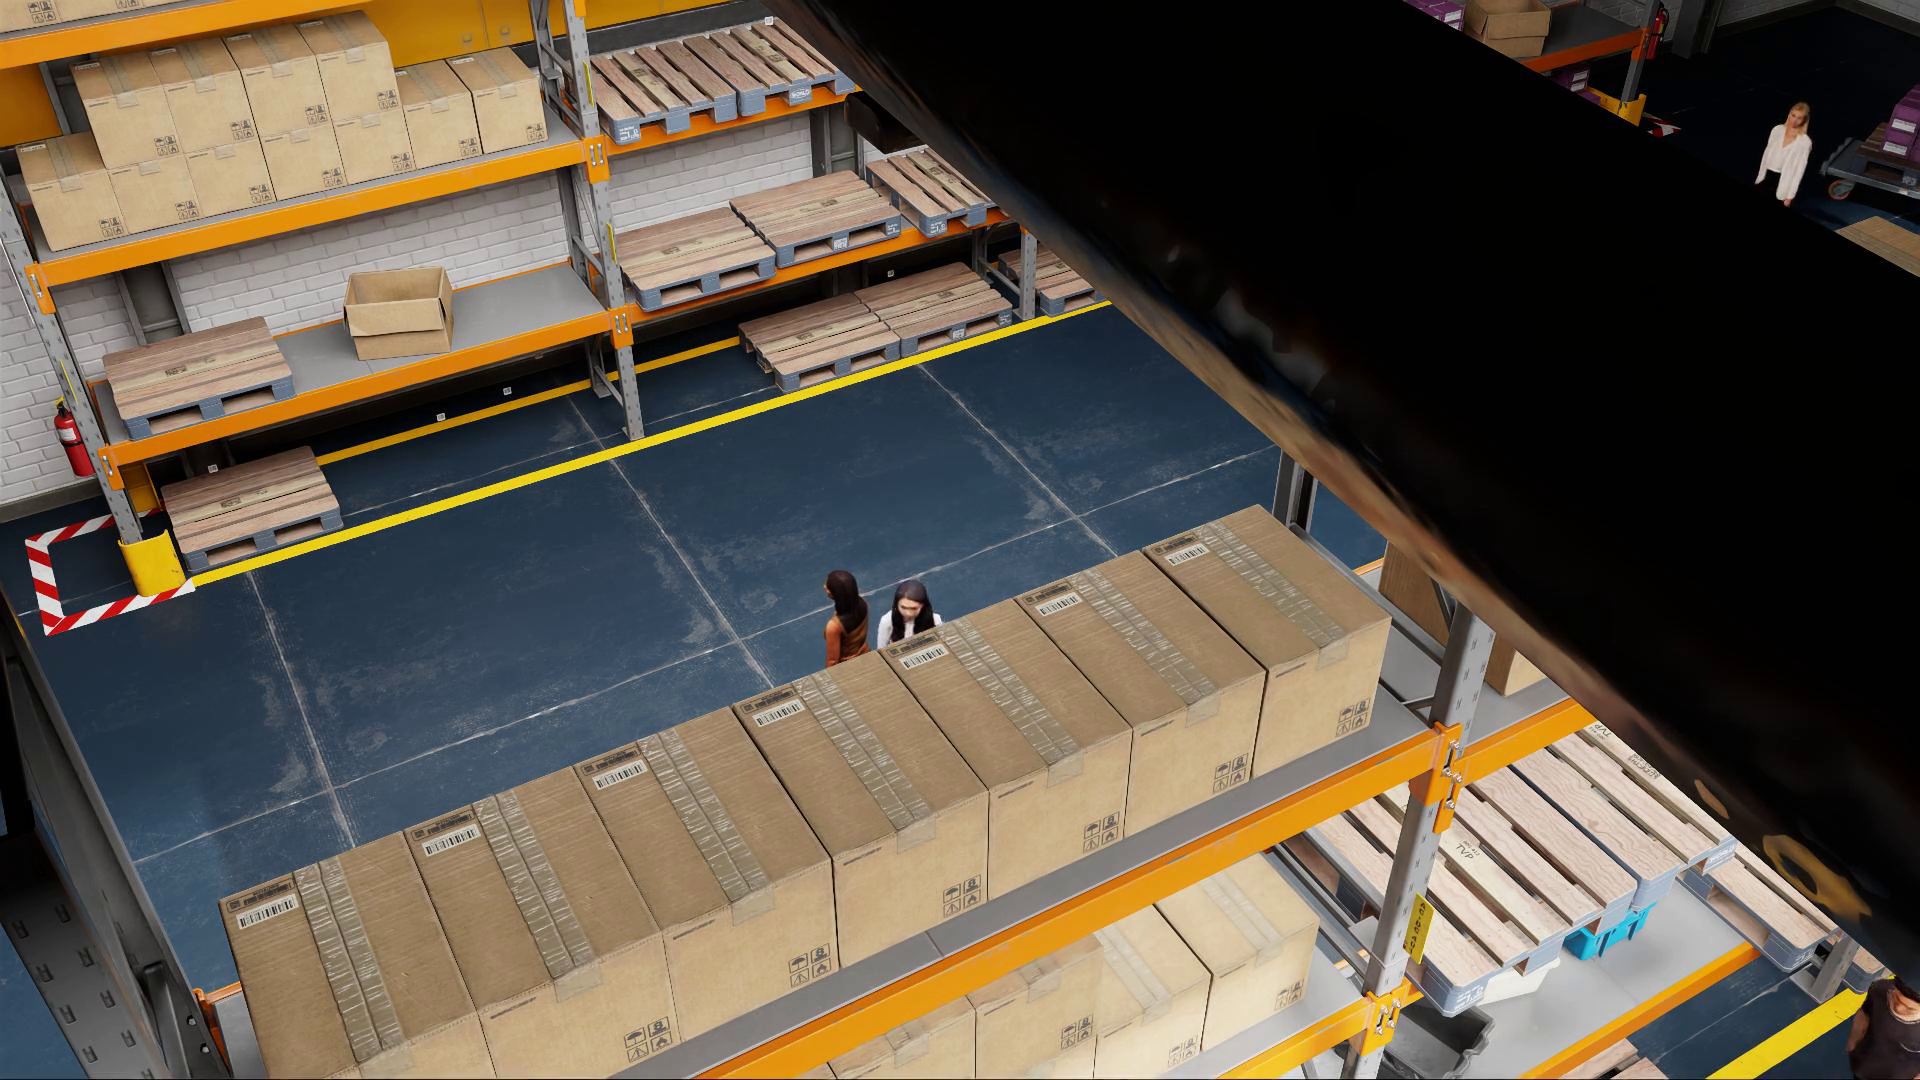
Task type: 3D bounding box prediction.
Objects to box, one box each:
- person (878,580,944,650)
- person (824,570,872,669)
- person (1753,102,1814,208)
[{"bbox_3d":[-0.292,0.889,10.844,1.017,1.728,0.991,2,39,3],"label":"person"},{"bbox_3d":[-0.722,0.864,10.912,0.701,1.683,0.606,18,42,21],"label":"person"},{"bbox_3d":[7.946,-3.377,16.132,1.202,1.795,0.752,-26,45,-29],"label":"person"}]
